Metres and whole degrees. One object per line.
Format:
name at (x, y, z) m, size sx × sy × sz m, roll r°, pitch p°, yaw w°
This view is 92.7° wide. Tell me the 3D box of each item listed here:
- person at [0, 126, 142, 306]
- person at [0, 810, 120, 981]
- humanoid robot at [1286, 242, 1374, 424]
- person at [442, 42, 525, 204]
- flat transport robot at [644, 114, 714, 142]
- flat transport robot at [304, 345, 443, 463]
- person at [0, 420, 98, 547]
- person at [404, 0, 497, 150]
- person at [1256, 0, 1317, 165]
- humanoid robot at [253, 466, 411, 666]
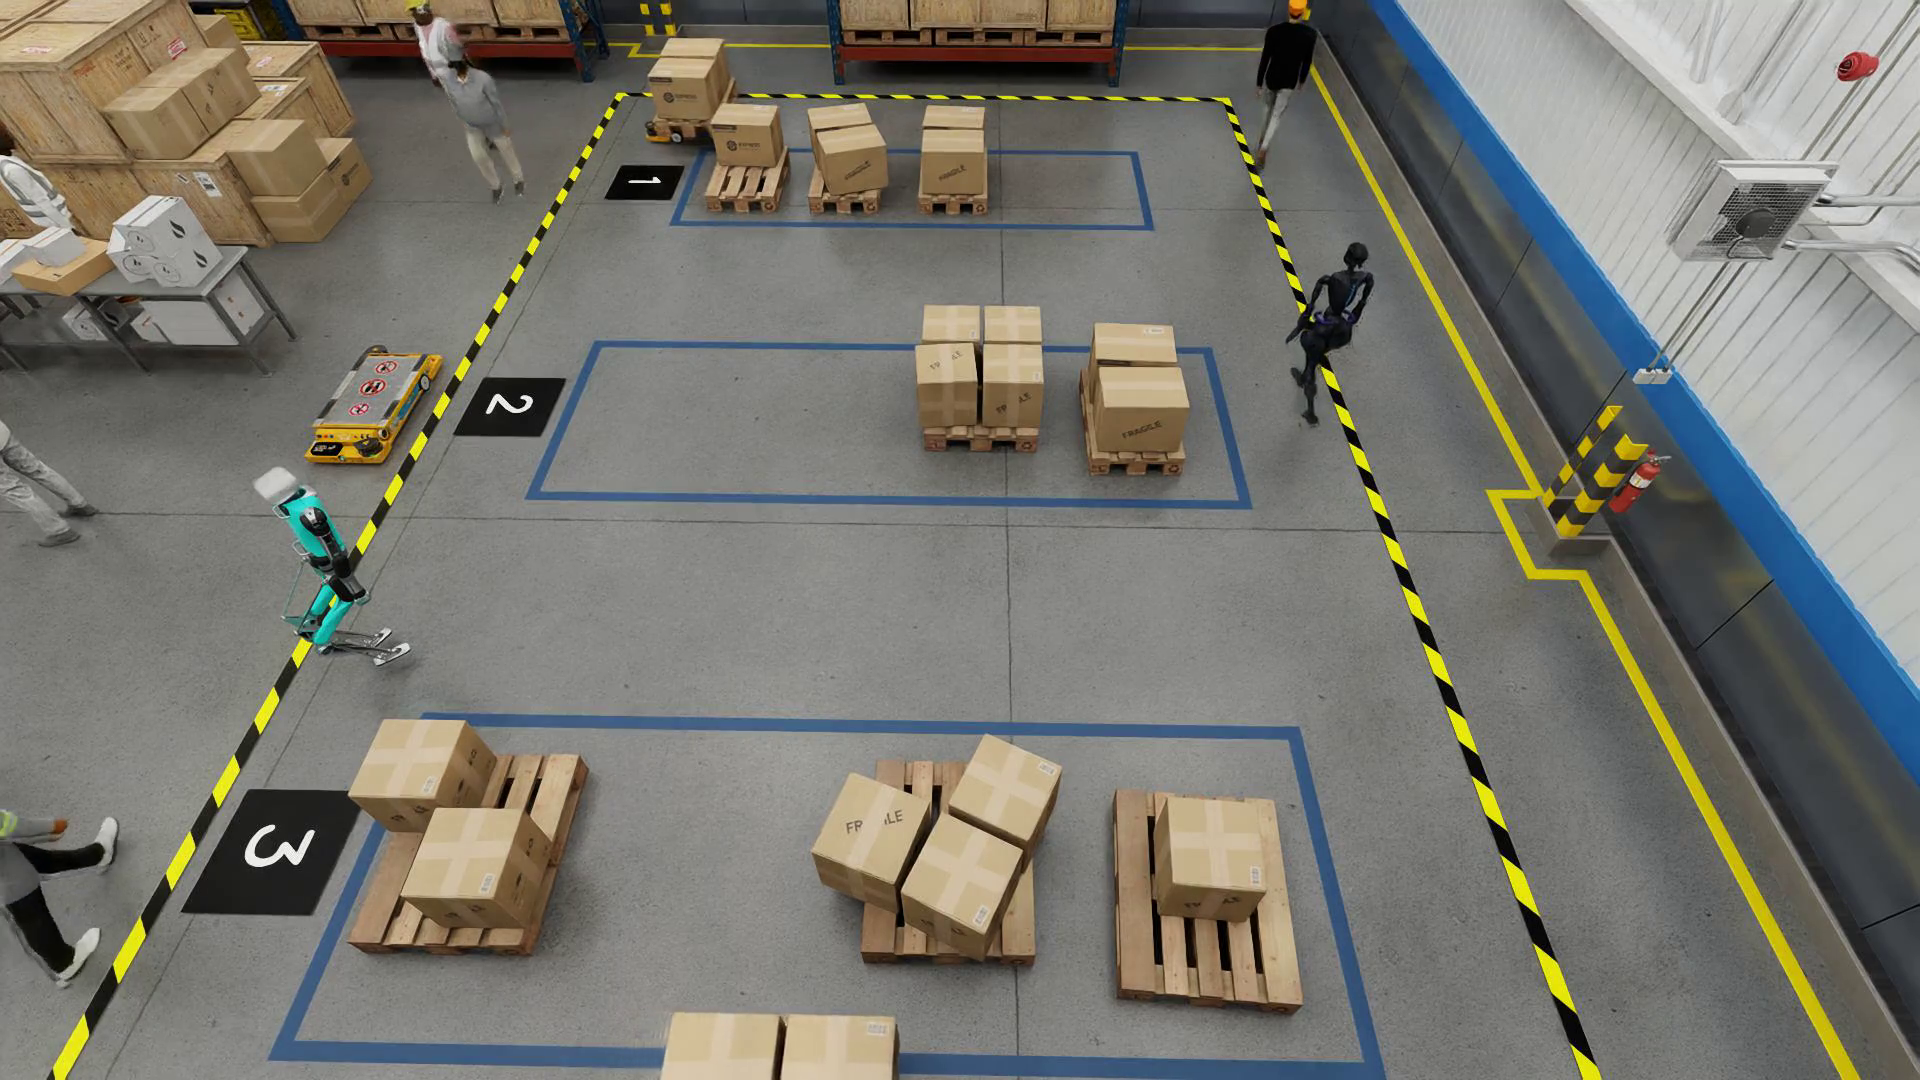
person at (-8.879, -3.166, 8.990) m, size 0.573 × 1.881 × 0.357 m, roll 32°, pitch 57°, yaw 24°
person at (-5.265, 1.666, 4.954) m, size 0.596 × 1.799 × 0.974 m, roll -3°, pitch 50°, yaw -3°
humanoid robot at (3.219, -1.844, 8.044) m, size 0.585 × 1.639 × 0.792 m, roll -7°, pitch 50°, yaw -6°
person at (-5.383, -4.672, 10.346) m, size 0.589 × 1.752 × 0.631 m, roll 1°, pitch 50°, yaw 1°
flat transport robot at (-3.327, -5.445, 11.956) m, size 1.431 × 0.197 × 0.652 m, roll 1°, pitch 50°, yaw 1°
flat transport robot at (-5.383, -1.269, 8.441) m, size 0.659 × 0.231 × 1.431 m, roll 1°, pitch 50°, yaw 1°
person at (-7.412, -0.721, 6.885) m, size 0.426 × 1.939 × 0.609 m, roll -6°, pitch 50°, yaw -5°
person at (-6.198, -5.670, 11.176) m, size 0.685 × 1.785 × 0.404 m, roll 22°, pitch 53°, yaw 18°
person at (3.842, -5.519, 11.008) m, size 0.580 × 1.852 × 0.924 m, roll 22°, pitch 53°, yaw 18°
humanoid robot at (-4.295, 0.302, 6.059) m, size 0.533 × 1.681 × 0.735 m, roll 33°, pitch 57°, yaw 25°
